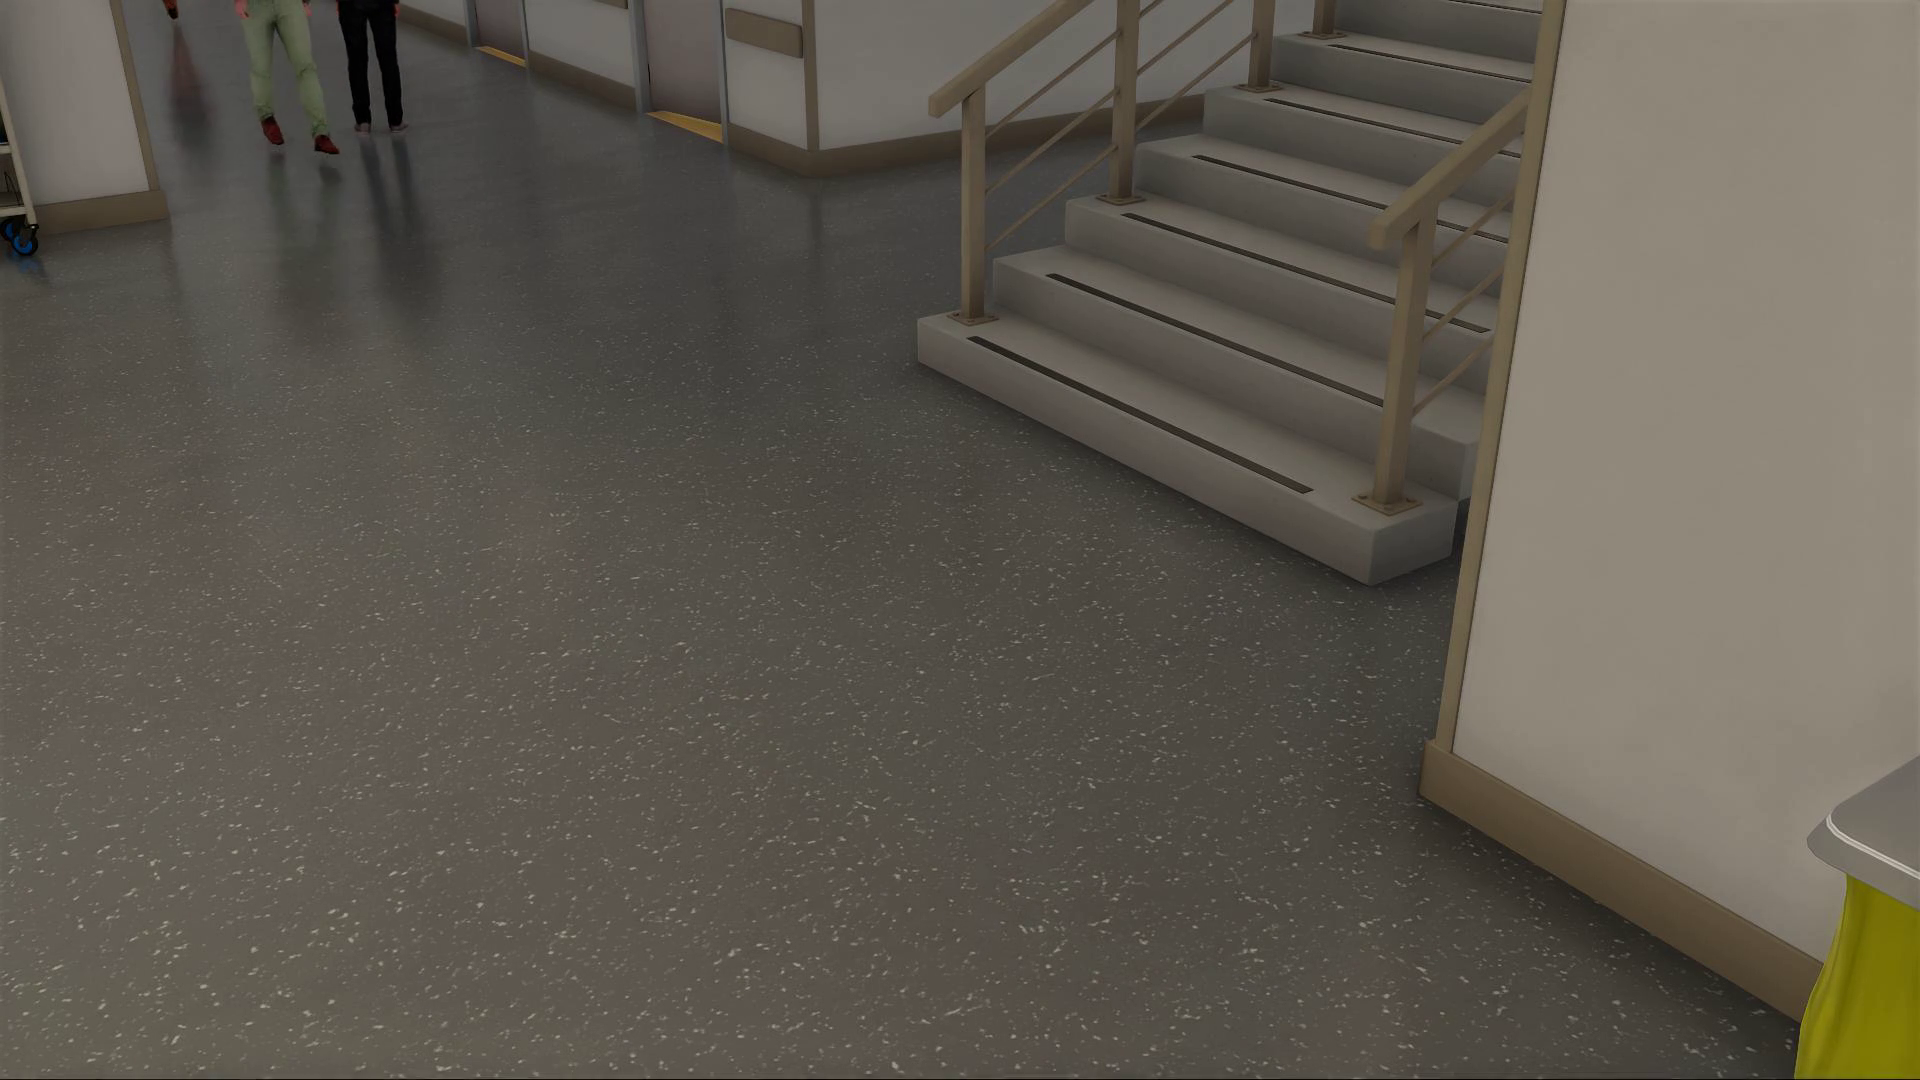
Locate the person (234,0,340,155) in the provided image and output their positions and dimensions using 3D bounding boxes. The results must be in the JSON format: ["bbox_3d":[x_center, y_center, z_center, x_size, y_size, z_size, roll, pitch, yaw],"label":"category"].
[{"bbox_3d":[-4.423,-3.408,10.587,1.149,1.845,0.748,-16,30,-30],"label":"person"}]

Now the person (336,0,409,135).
[{"bbox_3d":[-3.981,-3.633,11.150,0.586,1.761,0.739,-8,27,-15],"label":"person"}]
